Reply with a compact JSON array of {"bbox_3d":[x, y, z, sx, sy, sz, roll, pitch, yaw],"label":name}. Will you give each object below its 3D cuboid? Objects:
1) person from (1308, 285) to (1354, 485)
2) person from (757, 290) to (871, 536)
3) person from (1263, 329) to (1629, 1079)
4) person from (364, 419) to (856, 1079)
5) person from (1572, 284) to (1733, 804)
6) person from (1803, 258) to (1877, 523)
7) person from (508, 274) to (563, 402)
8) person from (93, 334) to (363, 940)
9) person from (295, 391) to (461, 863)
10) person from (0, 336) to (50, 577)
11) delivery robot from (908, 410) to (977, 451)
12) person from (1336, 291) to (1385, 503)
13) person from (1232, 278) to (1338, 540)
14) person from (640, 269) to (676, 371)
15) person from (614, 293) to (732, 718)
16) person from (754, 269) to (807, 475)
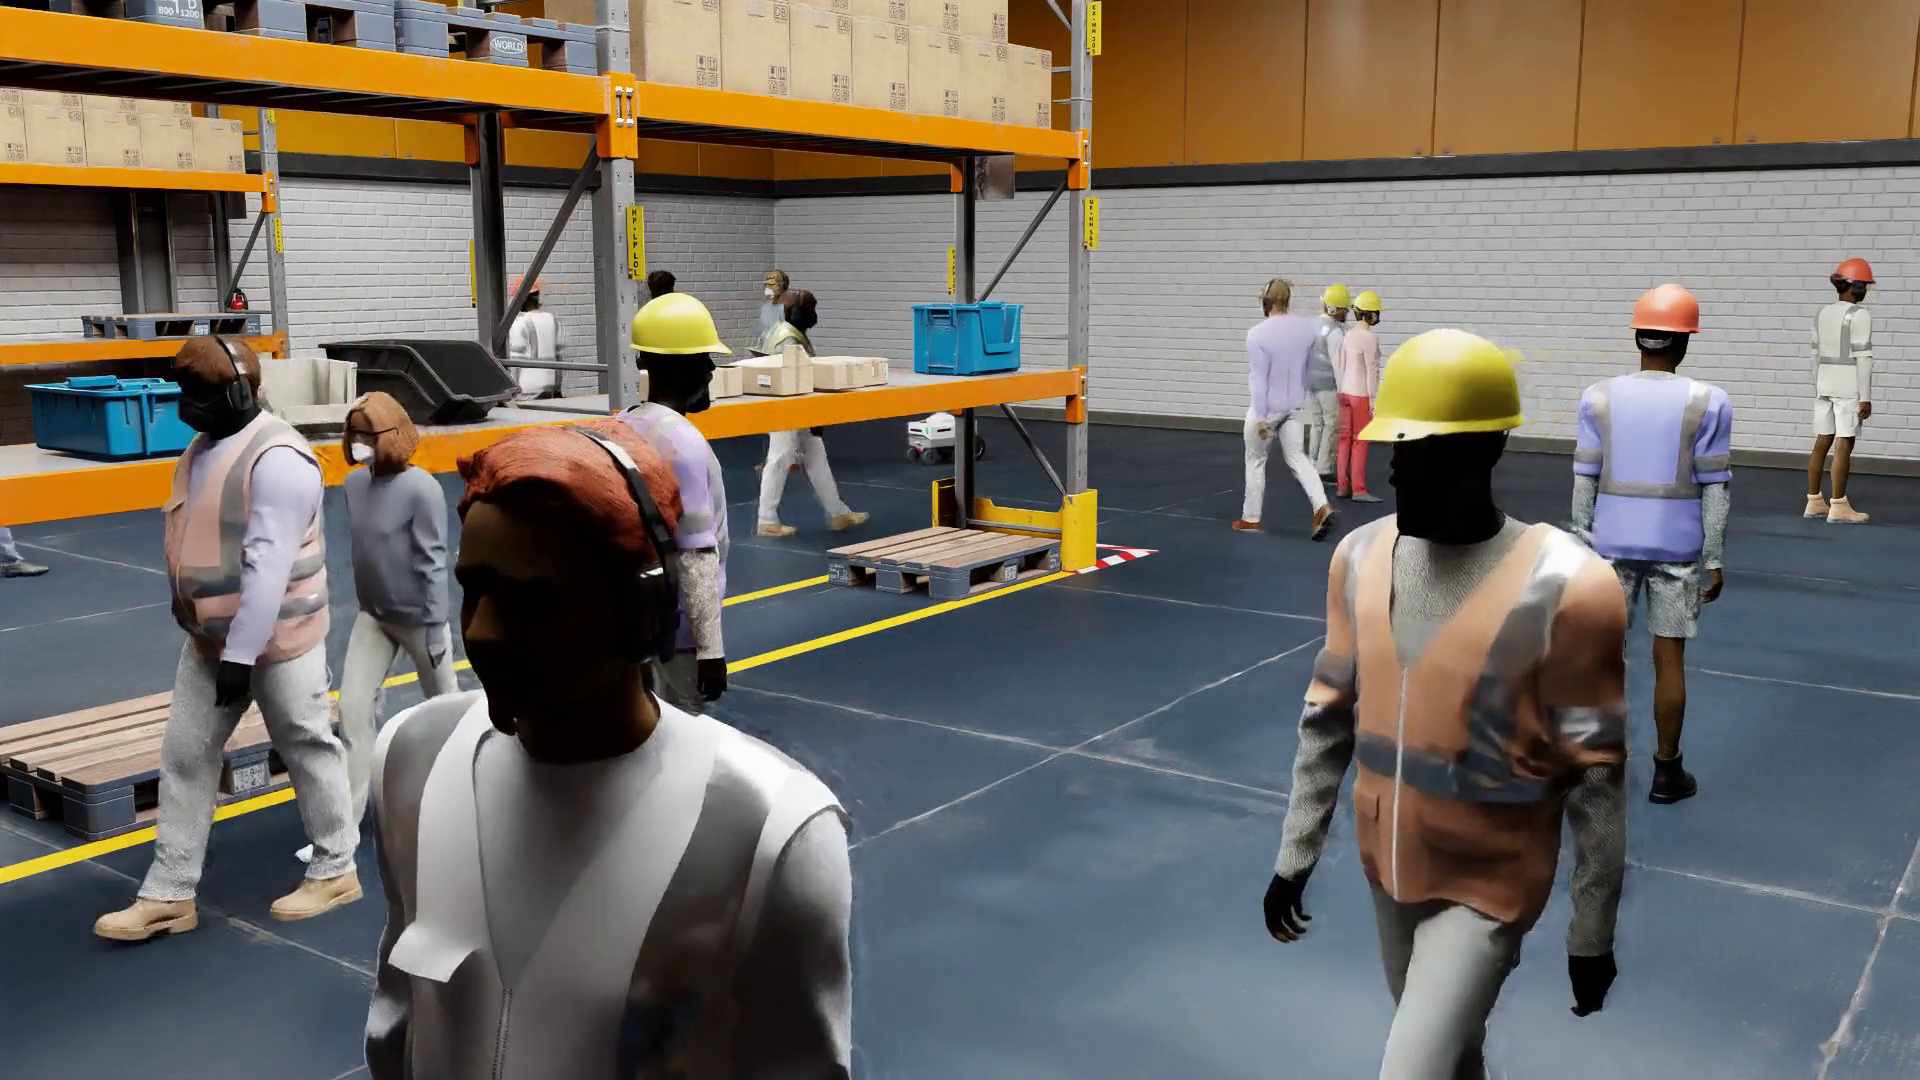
[{"bbox_3d":[3.342,-1.390,15.089,0.405,1.798,0.636,-2,10,-13],"label":"person"},{"bbox_3d":[-1.090,-0.913,12.186,0.910,1.802,0.634,0,10,2],"label":"person"},{"bbox_3d":[0.780,0.591,2.914,0.732,1.897,0.604,-5,11,-30],"label":"person"},{"bbox_3d":[-0.364,0.801,1.768,0.595,1.872,0.519,5,11,25],"label":"person"},{"bbox_3d":[2.581,0.018,6.235,0.552,1.937,0.356,6,11,33],"label":"person"},{"bbox_3d":[6.849,-1.153,12.898,0.369,2.045,0.608,-2,10,-10],"label":"person"},{"bbox_3d":[-3.696,-1.342,14.436,0.427,1.909,0.543,4,10,25],"label":"person"},{"bbox_3d":[-2.191,0.309,4.904,0.625,1.805,0.849,7,12,37],"label":"person"},{"bbox_3d":[-1.928,0.264,5.828,0.506,1.588,0.858,5,11,29],"label":"person"},{"bbox_3d":[-6.336,-0.594,10.577,0.714,1.715,0.565,-9,13,-43],"label":"person"},{"bbox_3d":[-0.173,-1.096,16.701,0.707,0.478,0.477,-8,13,-40],"label":"delivery robot"},{"bbox_3d":[3.384,-1.201,14.006,0.330,1.769,0.526,-2,10,-14],"label":"person"},{"bbox_3d":[2.364,-0.948,12.105,0.624,1.914,0.922,-5,11,-26],"label":"person"},{"bbox_3d":[-2.463,-1.252,13.735,0.649,1.956,0.488,8,13,41],"label":"person"},{"bbox_3d":[-0.843,0.240,4.947,0.368,1.928,0.585,-6,11,-32],"label":"person"},{"bbox_3d":[-1.710,-1.586,15.788,0.372,1.940,0.632,-9,13,-44],"label":"person"}]
